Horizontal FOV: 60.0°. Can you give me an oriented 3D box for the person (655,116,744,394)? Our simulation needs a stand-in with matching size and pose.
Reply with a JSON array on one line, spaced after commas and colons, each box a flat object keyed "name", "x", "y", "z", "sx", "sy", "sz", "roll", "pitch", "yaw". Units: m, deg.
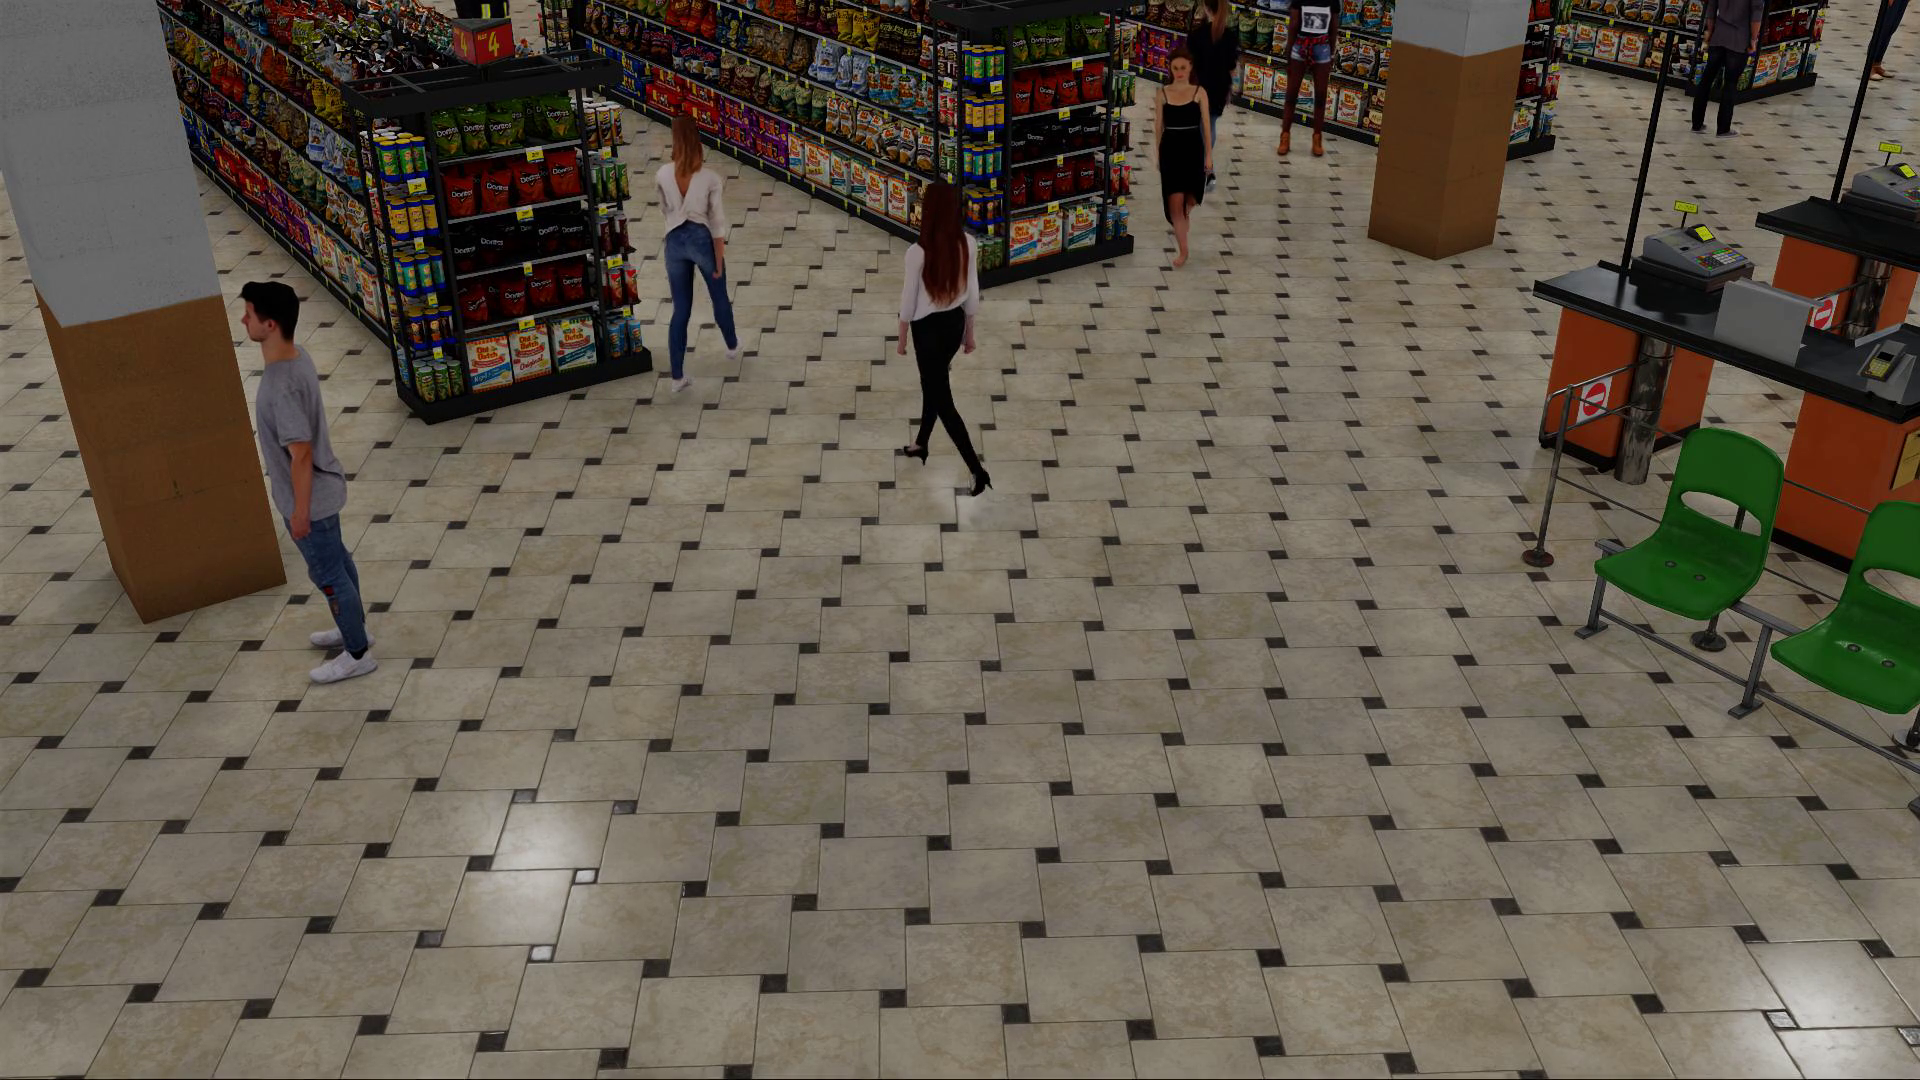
[{"name": "person", "x": -1.704, "y": -1.732, "z": 10.359, "sx": 1.076, "sy": 1.677, "sz": 1.162, "roll": 5, "pitch": 29, "yaw": 9}]

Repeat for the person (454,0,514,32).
[{"name": "person", "x": -4.544, "y": -4.885, "z": 15.946, "sx": 0.834, "sy": 1.858, "sz": 0.841, "roll": 17, "pitch": 33, "yaw": 28}]

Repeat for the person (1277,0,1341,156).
[{"name": "person", "x": 3.195, "y": -4.381, "z": 15.163, "sx": 0.707, "sy": 1.722, "sz": 0.769, "roll": 6, "pitch": 29, "yaw": 10}]

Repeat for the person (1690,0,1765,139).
[{"name": "person", "x": 7.295, "y": -4.771, "z": 15.740, "sx": 0.735, "sy": 1.854, "sz": 0.478, "roll": -20, "pitch": 35, "yaw": -32}]

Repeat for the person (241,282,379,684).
[{"name": "person", "x": -2.911, "y": -0.250, "z": 7.429, "sx": 0.794, "sy": 1.884, "sz": 0.603, "roll": -9, "pitch": 30, "yaw": -16}]

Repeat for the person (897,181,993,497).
[{"name": "person", "x": -0.067, "y": -1.035, "z": 9.036, "sx": 0.609, "sy": 1.721, "sz": 1.120, "roll": -20, "pitch": 34, "yaw": -32}]

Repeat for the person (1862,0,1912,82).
[{"name": "person", "x": 10.029, "y": -5.867, "z": 17.809, "sx": 0.584, "sy": 1.795, "sz": 0.512, "roll": -20, "pitch": 34, "yaw": -31}]

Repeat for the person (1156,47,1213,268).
[{"name": "person", "x": 1.688, "y": -2.922, "z": 12.628, "sx": 0.989, "sy": 1.592, "sz": 1.041, "roll": 4, "pitch": 29, "yaw": 8}]

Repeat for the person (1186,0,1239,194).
[{"name": "person", "x": 2.112, "y": -3.758, "z": 14.106, "sx": 1.026, "sy": 1.642, "sz": 1.253, "roll": -2, "pitch": 29, "yaw": -3}]
